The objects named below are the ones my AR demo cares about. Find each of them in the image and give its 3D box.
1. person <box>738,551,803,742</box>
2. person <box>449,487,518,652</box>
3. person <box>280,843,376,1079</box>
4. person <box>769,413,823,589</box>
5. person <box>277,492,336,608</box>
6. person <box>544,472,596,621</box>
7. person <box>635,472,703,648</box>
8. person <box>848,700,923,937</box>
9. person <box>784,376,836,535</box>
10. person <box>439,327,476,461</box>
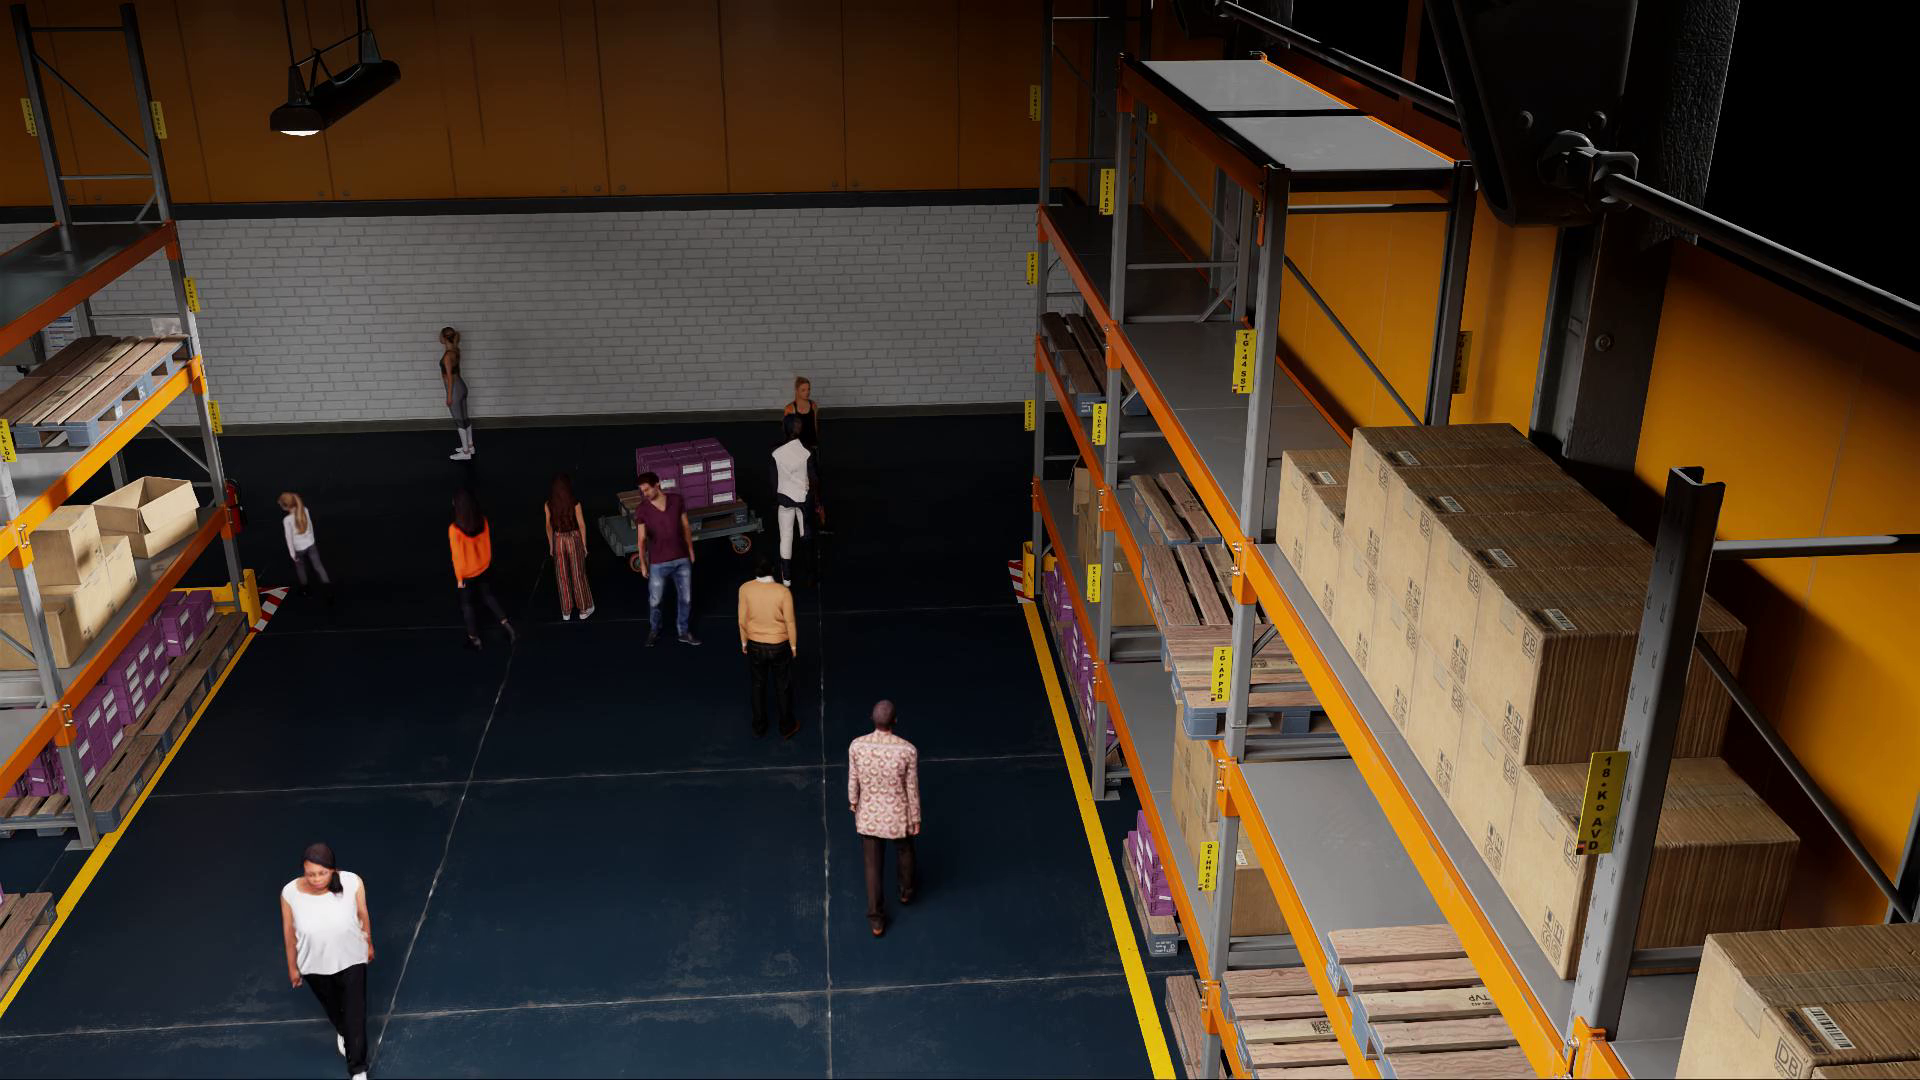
[{"bbox_3d":[-1.666,0.918,14.473,0.716,1.752,0.657,4,24,8],"label":"person"},{"bbox_3d":[-4.565,0.320,15.873,0.985,1.726,0.967,14,27,29],"label":"person"},{"bbox_3d":[-4.011,2.640,10.660,0.757,1.651,1.065,-5,24,-12],"label":"person"},{"bbox_3d":[-1.718,-0.415,17.339,0.723,1.898,0.646,2,24,5],"label":"person"},{"bbox_3d":[-6.654,0.099,16.976,0.845,1.248,0.923,-22,32,-40],"label":"person"},{"bbox_3d":[-3.941,0.048,16.704,0.578,1.560,0.538,0,24,1],"label":"person"},{"bbox_3d":[-2.791,0.172,16.100,0.796,1.816,0.748,-17,29,-34],"label":"person"},{"bbox_3d":[-0.554,2.024,11.902,0.833,1.785,1.010,2,24,5],"label":"person"},{"bbox_3d":[-1.822,-1.002,18.789,0.859,1.813,1.088,-12,26,-25],"label":"person"},{"bbox_3d":[-6.316,-1.848,20.863,0.645,1.703,0.509,2,24,4],"label":"person"}]
